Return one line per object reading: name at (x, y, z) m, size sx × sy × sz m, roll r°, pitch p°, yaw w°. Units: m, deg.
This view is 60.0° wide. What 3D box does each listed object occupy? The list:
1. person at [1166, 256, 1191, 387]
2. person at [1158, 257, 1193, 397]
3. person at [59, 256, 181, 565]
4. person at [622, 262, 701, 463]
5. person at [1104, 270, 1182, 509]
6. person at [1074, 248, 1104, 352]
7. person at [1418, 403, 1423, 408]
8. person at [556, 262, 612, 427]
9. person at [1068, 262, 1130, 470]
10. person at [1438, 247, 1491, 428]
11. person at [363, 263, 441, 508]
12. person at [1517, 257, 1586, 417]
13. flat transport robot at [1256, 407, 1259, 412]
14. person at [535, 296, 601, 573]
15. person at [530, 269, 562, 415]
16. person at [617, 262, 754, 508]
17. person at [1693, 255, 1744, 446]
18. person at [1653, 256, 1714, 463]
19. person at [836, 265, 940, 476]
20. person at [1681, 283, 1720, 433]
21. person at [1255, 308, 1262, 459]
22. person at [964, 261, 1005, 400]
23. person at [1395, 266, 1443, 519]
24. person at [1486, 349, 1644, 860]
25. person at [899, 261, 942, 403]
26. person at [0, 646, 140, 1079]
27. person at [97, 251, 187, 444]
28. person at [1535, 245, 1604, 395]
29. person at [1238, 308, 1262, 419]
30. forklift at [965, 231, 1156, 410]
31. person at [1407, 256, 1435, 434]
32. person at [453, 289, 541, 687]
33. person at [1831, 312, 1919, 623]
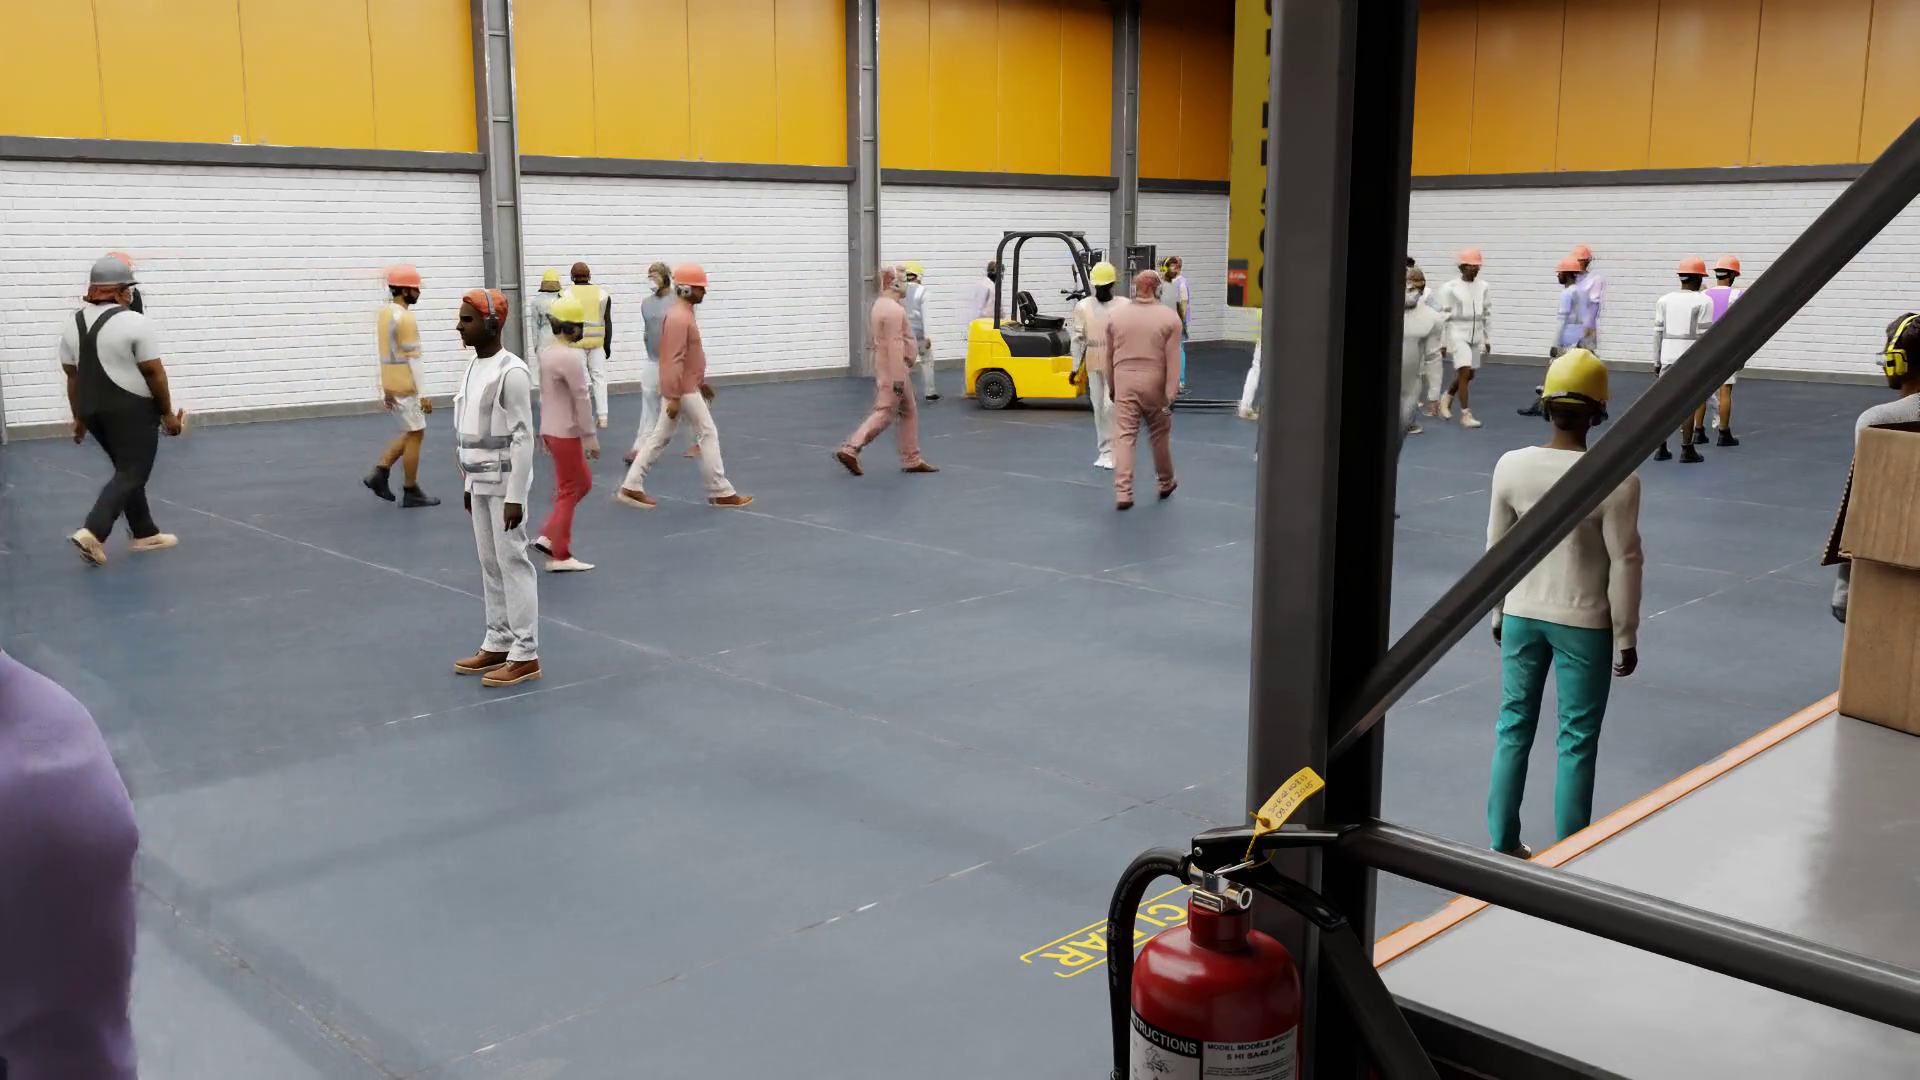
person at (2.995, -3.009, 23.080) m, size 0.375 × 1.843 × 0.574 m, roll -2°, pitch 11°, yaw -12°
person at (2.817, -2.789, 21.913) m, size 0.556 × 1.825 × 0.920 m, roll -10°, pitch 14°, yaw -43°
person at (-5.554, -0.873, 10.902) m, size 0.687 × 2.000 × 0.898 m, roll 5°, pitch 11°, yaw 24°
person at (-2.778, -1.679, 15.728) m, size 0.631 × 1.891 × 1.025 m, roll 6°, pitch 12°, yaw 29°
person at (1.462, -1.200, 13.200) m, size 0.648 × 1.855 × 0.999 m, roll 3°, pitch 11°, yaw 18°
person at (2.022, -3.559, 25.848) m, size 0.629 × 1.927 × 0.501 m, roll 10°, pitch 14°, yaw 43°
person at (5.537, -2.481, 20.620) m, size 0.319 × 1.695 × 0.532 m, roll -8°, pitch 13°, yaw -36°
person at (-4.163, -2.149, 18.414) m, size 0.633 × 1.839 × 0.429 m, roll -6°, pitch 12°, yaw -32°
person at (1.307, -1.586, 15.204) m, size 0.597 × 1.894 × 0.641 m, roll 6°, pitch 12°, yaw 28°
person at (5.668, -2.297, 18.774) m, size 0.616 × 2.016 × 0.925 m, roll -3°, pitch 11°, yaw -17°
person at (-4.352, -1.193, 12.978) m, size 0.477 × 1.918 × 0.551 m, roll -7°, pitch 13°, yaw -34°
person at (7.053, -2.336, 19.318) m, size 0.977 × 1.890 × 0.558 m, roll 7°, pitch 12°, yaw 32°
flat transport robot at (4.085, -1.685, 20.159) m, size 0.652 × 0.197 × 1.431 m, roll 5°, pitch 11°, yaw 23°
person at (-2.480, -0.659, 10.545) m, size 0.388 × 1.754 × 0.524 m, roll -6°, pitch 12°, yaw -28°
person at (-4.824, -2.336, 19.712) m, size 0.487 × 1.739 × 0.316 m, roll -2°, pitch 11°, yaw -11°
person at (-2.198, -1.192, 12.950) m, size 1.051 × 1.940 × 0.595 m, roll -3°, pitch 11°, yaw -14°
person at (7.727, -1.918, 16.914) m, size 0.370 × 1.928 × 0.543 m, roll -9°, pitch 14°, yaw -41°
person at (6.821, -1.697, 15.684) m, size 0.374 × 1.934 × 0.548 m, roll -9°, pitch 14°, yaw -40°
person at (-0.653, -1.500, 14.785) m, size 0.890 × 1.878 × 0.650 m, roll -2°, pitch 11°, yaw -9°
person at (8.024, -1.961, 17.961) m, size 0.439 × 1.619 × 0.540 m, roll -5°, pitch 11°, yaw -25°
person at (3.068, -1.652, 15.599) m, size 0.593 × 1.887 × 0.677 m, roll -3°, pitch 11°, yaw -17°
person at (0.366, -2.744, 21.766) m, size 0.458 × 1.802 × 0.656 m, roll 4°, pitch 11°, yaw 19°
person at (3.317, -1.088, 12.464) m, size 0.641 × 1.895 × 0.932 m, roll -1°, pitch 10°, yaw -6°
person at (1.966, 0.265, 5.436) m, size 0.296 × 1.772 × 0.533 m, roll -9°, pitch 13°, yaw -39°
person at (-0.523, -2.613, 21.018) m, size 0.630 × 1.802 × 0.750 m, roll 7°, pitch 12°, yaw 33°
person at (-1.174, 0.807, 2.139) m, size 0.646 × 1.907 × 0.958 m, roll 8°, pitch 13°, yaw 37°
person at (-8.493, -1.976, 17.112) m, size 0.783 × 1.973 × 0.621 m, roll -10°, pitch 14°, yaw -43°
person at (7.964, -2.801, 21.564) m, size 1.040 × 1.988 × 0.617 m, roll -7°, pitch 12°, yaw -32°
person at (3.641, -2.281, 19.279) m, size 0.964 × 1.796 × 0.653 m, roll -5°, pitch 12°, yaw -27°
forklift at (1.222, -2.721, 20.561) m, size 2.313 × 2.155 × 1.214 m, roll 2°, pitch 11°, yaw 13°
person at (4.865, -2.147, 18.170) m, size 0.660 × 1.923 × 0.790 m, roll -2°, pitch 11°, yaw -10°
person at (-2.219, -0.248, 7.929) m, size 0.355 × 1.883 × 0.573 m, roll -8°, pitch 13°, yaw -38°
person at (3.399, 0.119, 6.007) m, size 0.505 × 1.860 × 0.320 m, roll -2°, pitch 11°, yaw -12°
